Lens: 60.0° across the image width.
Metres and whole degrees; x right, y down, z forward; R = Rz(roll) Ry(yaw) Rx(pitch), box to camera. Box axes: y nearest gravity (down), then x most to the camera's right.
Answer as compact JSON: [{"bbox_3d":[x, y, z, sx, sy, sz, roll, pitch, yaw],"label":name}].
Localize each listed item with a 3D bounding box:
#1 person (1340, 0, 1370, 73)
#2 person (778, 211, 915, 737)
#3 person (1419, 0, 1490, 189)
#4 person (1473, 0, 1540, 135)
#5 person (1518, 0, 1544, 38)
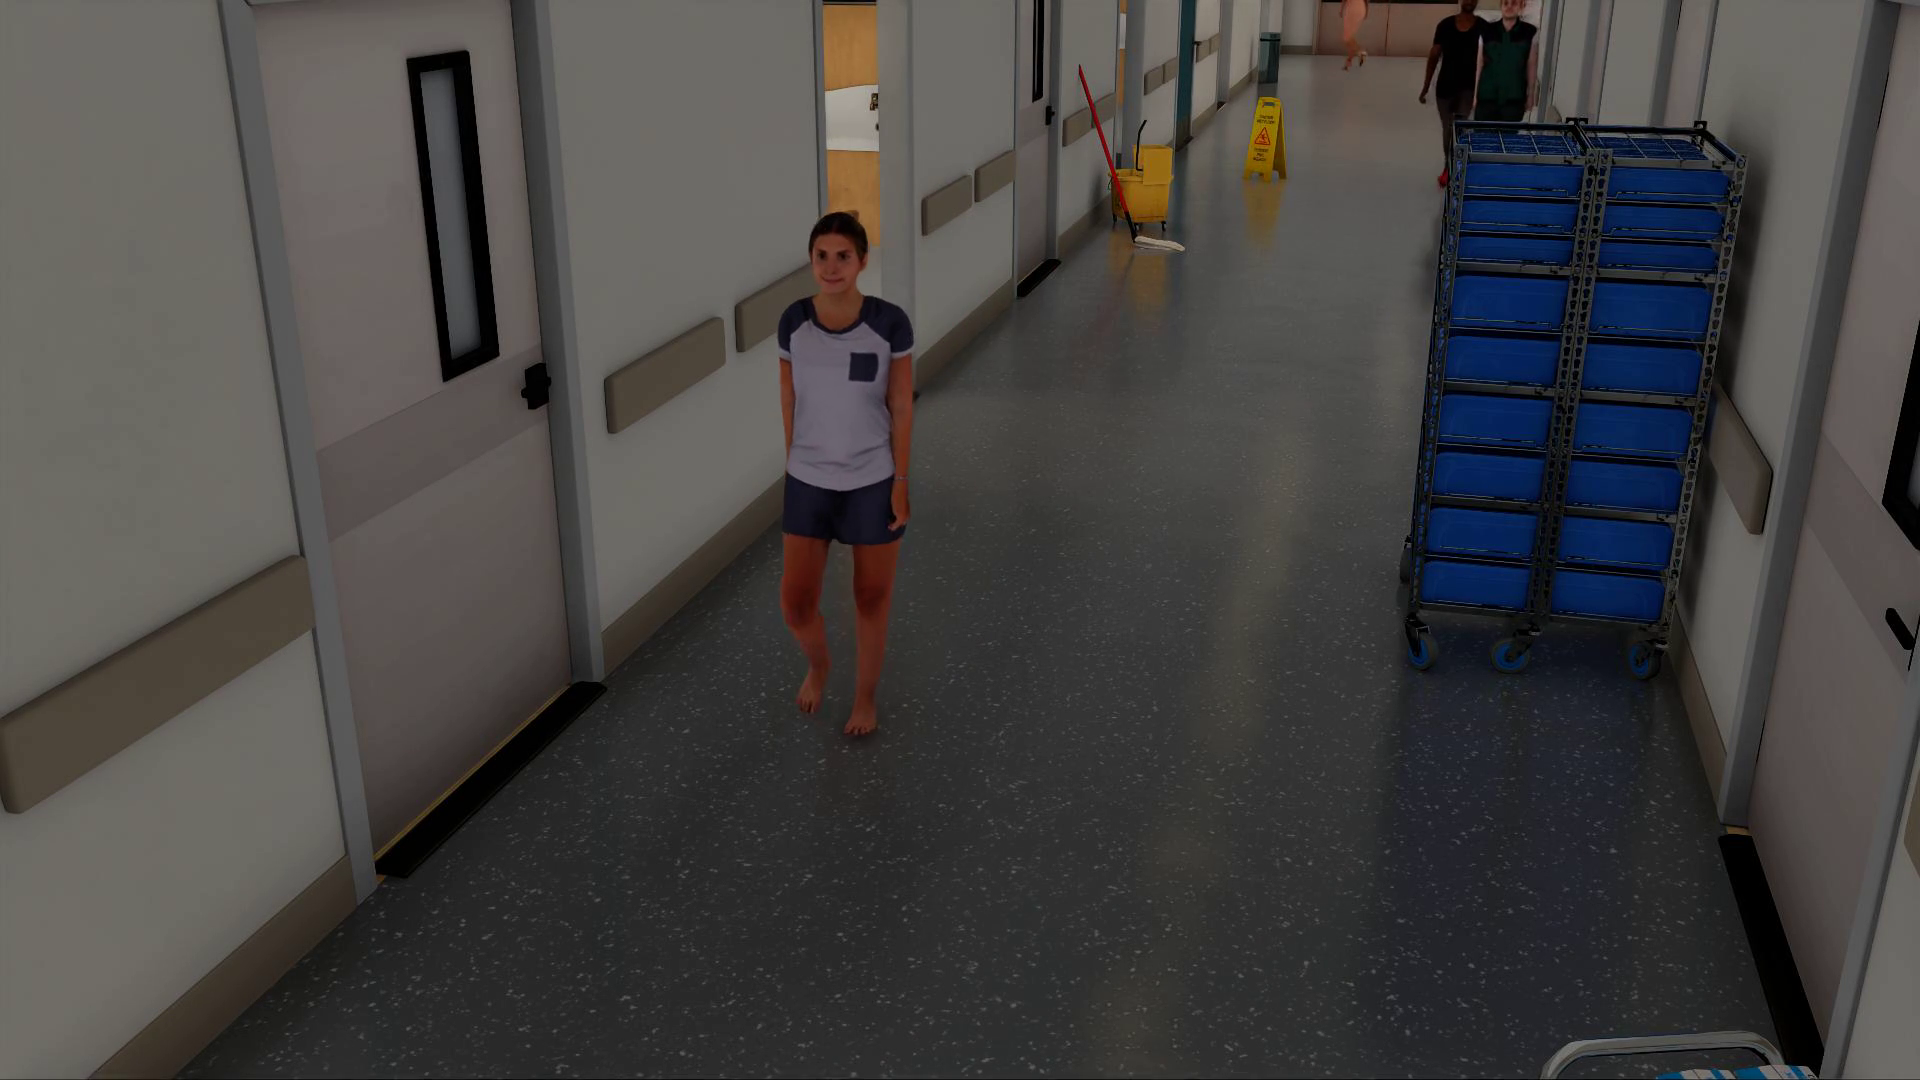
[{"bbox_3d":[6.205,-8.214,25.946,0.891,1.811,1.012,-7,22,-18],"label":"person"},{"bbox_3d":[-0.336,-0.193,5.046,0.609,1.615,0.642,2,21,4],"label":"person"},{"bbox_3d":[4.549,-4.106,15.162,0.863,1.767,1.177,12,24,29],"label":"person"},{"bbox_3d":[4.595,-3.729,14.093,0.680,1.819,0.940,6,22,16],"label":"person"},{"bbox_3d":[8.096,-7.279,23.728,0.992,1.633,1.141,-8,22,-19],"label":"person"}]
